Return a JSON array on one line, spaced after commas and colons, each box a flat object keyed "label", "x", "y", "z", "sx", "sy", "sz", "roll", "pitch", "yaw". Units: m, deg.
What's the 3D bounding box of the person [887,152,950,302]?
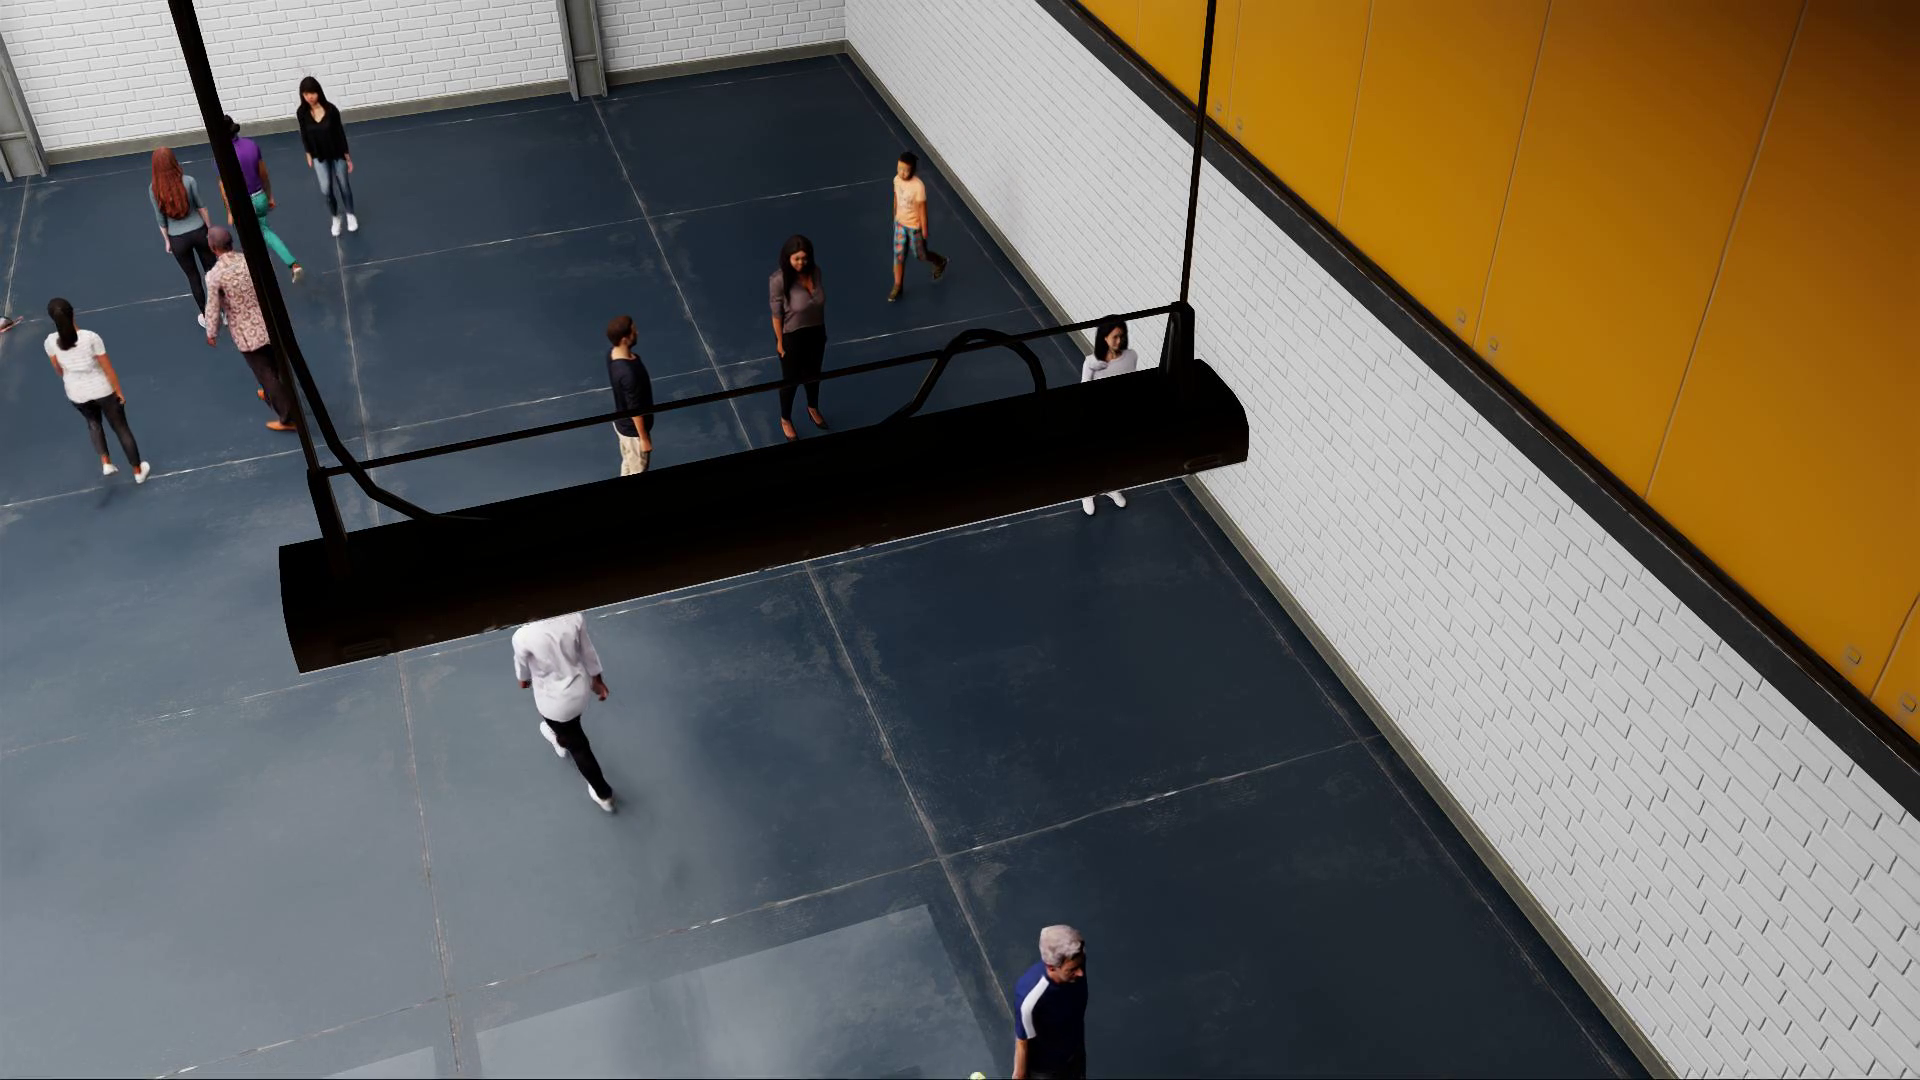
[{"label": "person", "x": -0.403, "y": -2.948, "z": 15.398, "sx": 0.887, "sy": 1.434, "sz": 1.031, "roll": 26, "pitch": 46, "yaw": 29}]

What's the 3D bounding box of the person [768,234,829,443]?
[{"label": "person", "x": -1.300, "y": -1.645, "z": 13.442, "sx": 0.658, "sy": 1.838, "sz": 0.786, "roll": -28, "pitch": 46, "yaw": -30}]

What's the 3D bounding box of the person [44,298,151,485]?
[{"label": "person", "x": -6.771, "y": -1.104, "z": 12.935, "sx": 0.594, "sy": 1.625, "sz": 0.676, "roll": -5, "pitch": 39, "yaw": -6}]

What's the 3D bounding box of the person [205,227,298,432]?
[{"label": "person", "x": -5.679, "y": -1.678, "z": 13.533, "sx": 1.086, "sy": 1.777, "sz": 1.038, "roll": 14, "pitch": 41, "yaw": 17}]

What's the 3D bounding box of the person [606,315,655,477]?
[{"label": "person", "x": -2.455, "y": -0.853, "z": 12.440, "sx": 0.570, "sy": 1.851, "sz": 0.648, "roll": -16, "pitch": 41, "yaw": -19}]

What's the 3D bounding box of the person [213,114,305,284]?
[{"label": "person", "x": -6.474, "y": -3.056, "z": 15.279, "sx": 0.993, "sy": 1.751, "sz": 0.971, "roll": 22, "pitch": 43, "yaw": 25}]

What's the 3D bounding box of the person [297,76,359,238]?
[{"label": "person", "x": -6.185, "y": -3.812, "z": 16.323, "sx": 0.531, "sy": 1.629, "sz": 0.642, "roll": -11, "pitch": 40, "yaw": -13}]

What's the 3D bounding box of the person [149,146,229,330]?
[{"label": "person", "x": -6.862, "y": -2.682, "z": 14.818, "sx": 0.525, "sy": 1.743, "sz": 0.682, "roll": -20, "pitch": 43, "yaw": -23}]

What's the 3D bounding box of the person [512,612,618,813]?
[{"label": "person", "x": -2.390, "y": 0.983, "z": 10.218, "sx": 1.121, "sy": 1.755, "sz": 1.000, "roll": -32, "pitch": 48, "yaw": -33}]

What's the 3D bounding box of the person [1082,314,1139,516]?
[{"label": "person", "x": 1.135, "y": -0.974, "z": 12.712, "sx": 0.491, "sy": 1.701, "sz": 0.677, "roll": -14, "pitch": 41, "yaw": -17}]

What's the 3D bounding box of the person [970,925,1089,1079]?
[{"label": "person", "x": 0.386, "y": 2.470, "z": 8.305, "sx": 0.981, "sy": 1.819, "sz": 1.004, "roll": 27, "pitch": 46, "yaw": 29}]
